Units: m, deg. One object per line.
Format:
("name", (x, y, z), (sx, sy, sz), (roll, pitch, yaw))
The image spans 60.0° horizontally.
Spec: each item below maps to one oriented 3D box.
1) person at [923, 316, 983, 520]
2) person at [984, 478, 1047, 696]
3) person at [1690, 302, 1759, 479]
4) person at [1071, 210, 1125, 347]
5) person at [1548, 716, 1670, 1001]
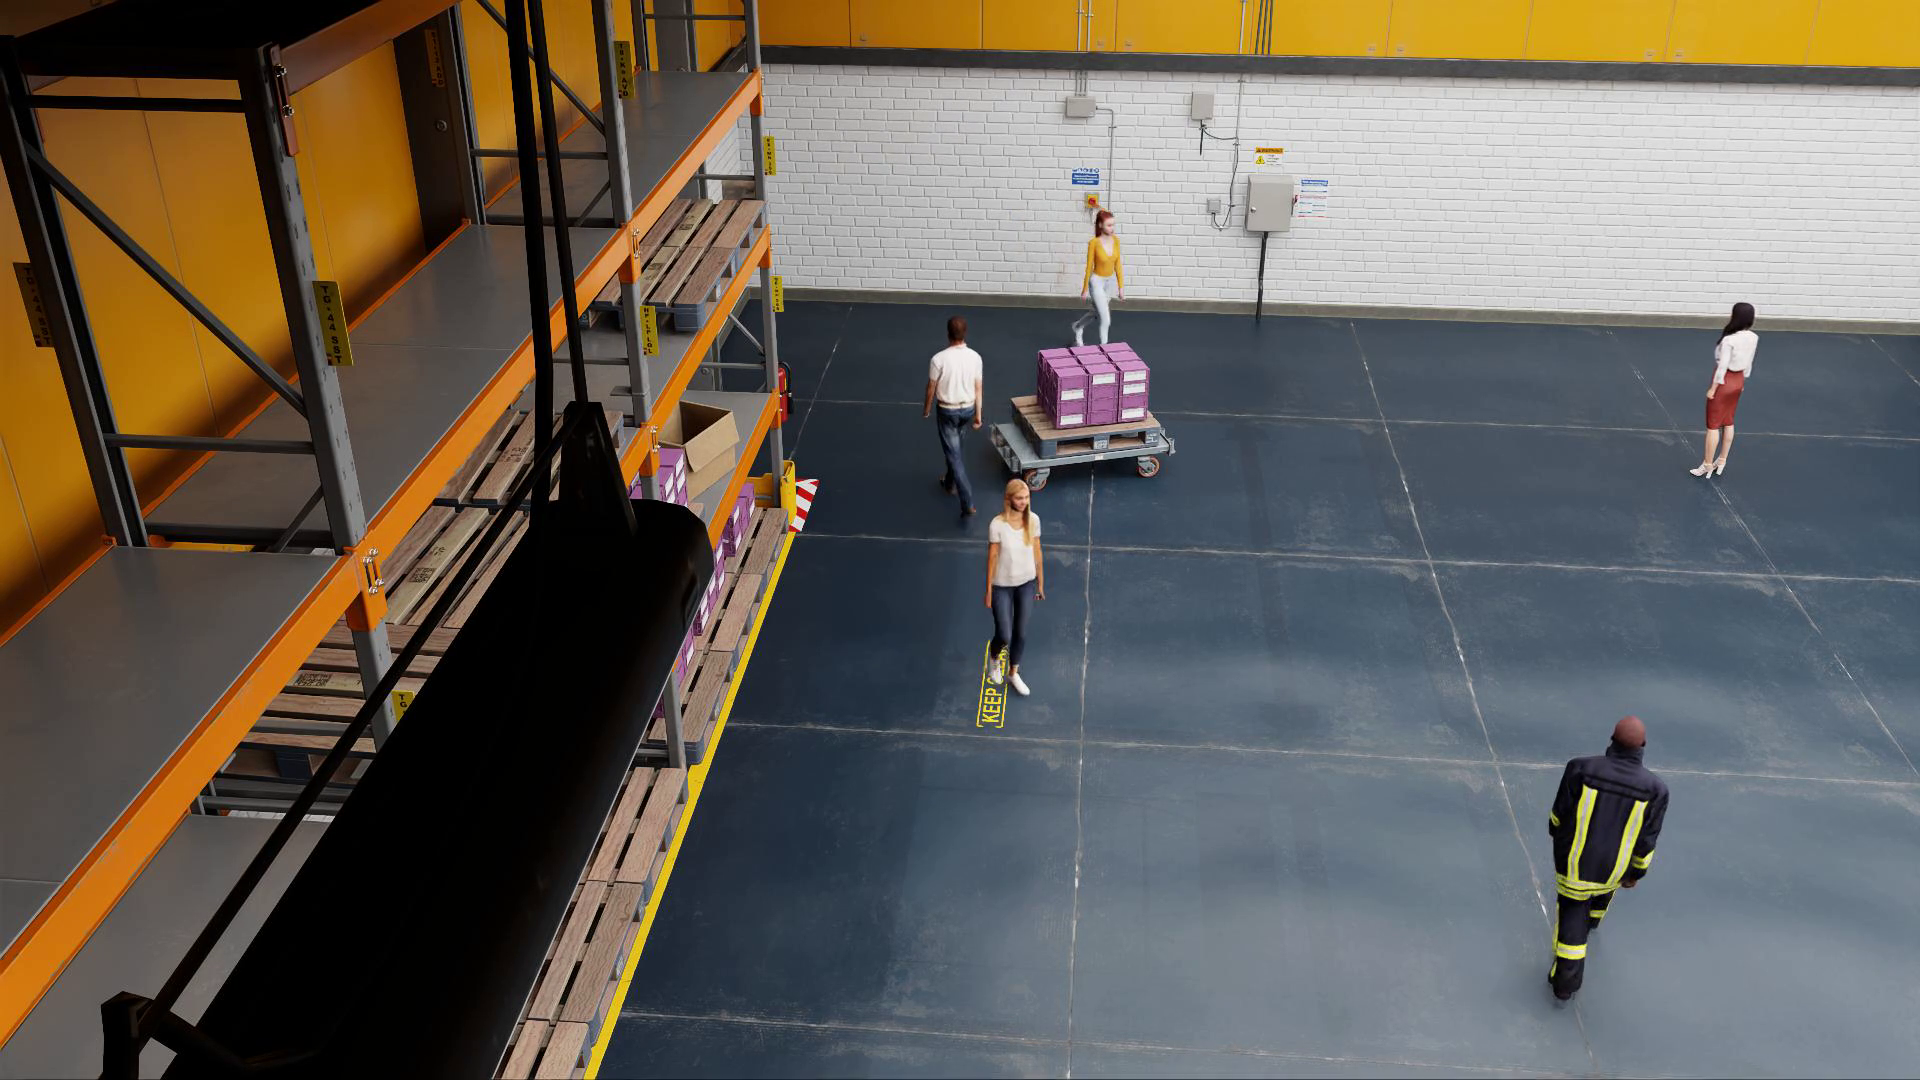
("person", (-0.009, -1.086, 15.123), (1.091, 1.817, 1.331), (-13, 31, -22))
("person", (0.352, 0.331, 12.548), (0.756, 1.797, 0.807), (-13, 31, -22))
("person", (7.276, -1.421, 15.809), (0.680, 1.749, 0.689), (-14, 31, -23))
("person", (1.495, -2.798, 18.366), (1.078, 1.718, 1.188), (-19, 34, -31))
("person", (3.733, 1.863, 9.751), (0.925, 1.785, 1.284), (9, 30, 16))
